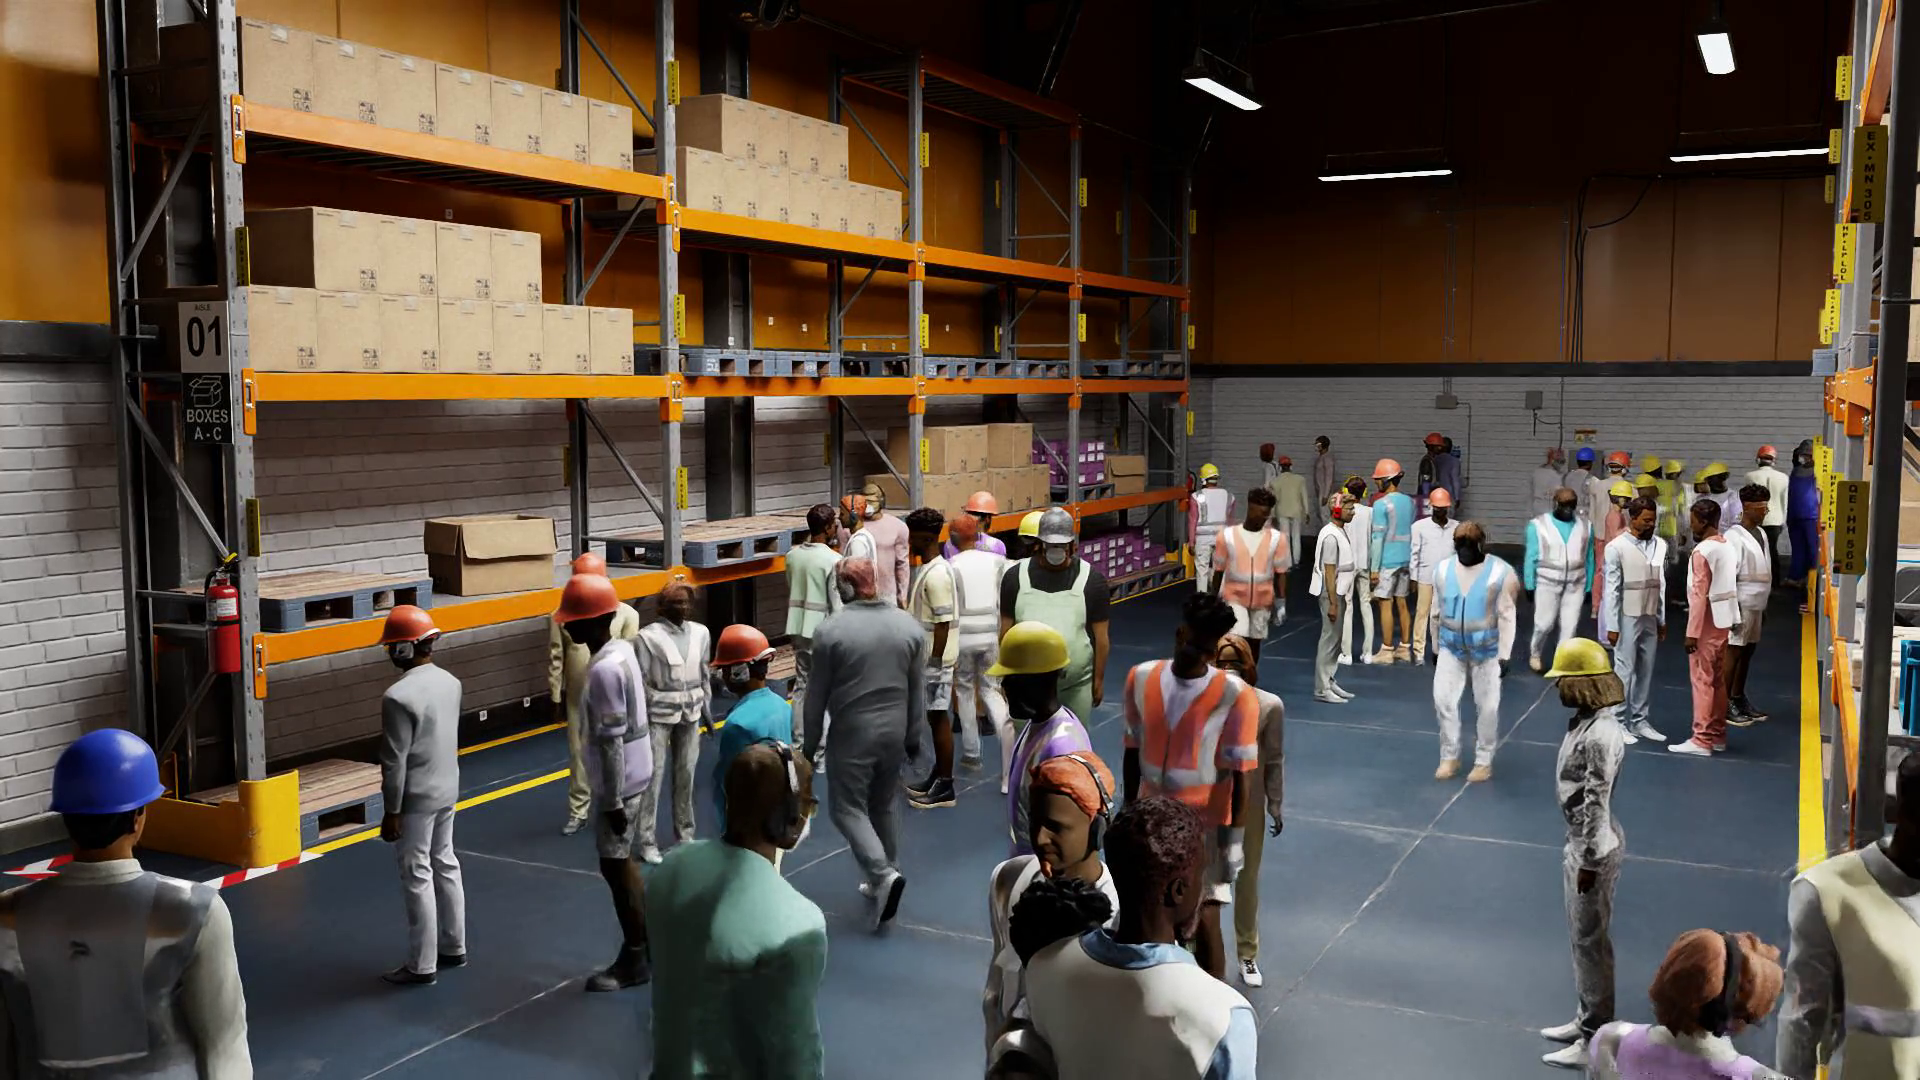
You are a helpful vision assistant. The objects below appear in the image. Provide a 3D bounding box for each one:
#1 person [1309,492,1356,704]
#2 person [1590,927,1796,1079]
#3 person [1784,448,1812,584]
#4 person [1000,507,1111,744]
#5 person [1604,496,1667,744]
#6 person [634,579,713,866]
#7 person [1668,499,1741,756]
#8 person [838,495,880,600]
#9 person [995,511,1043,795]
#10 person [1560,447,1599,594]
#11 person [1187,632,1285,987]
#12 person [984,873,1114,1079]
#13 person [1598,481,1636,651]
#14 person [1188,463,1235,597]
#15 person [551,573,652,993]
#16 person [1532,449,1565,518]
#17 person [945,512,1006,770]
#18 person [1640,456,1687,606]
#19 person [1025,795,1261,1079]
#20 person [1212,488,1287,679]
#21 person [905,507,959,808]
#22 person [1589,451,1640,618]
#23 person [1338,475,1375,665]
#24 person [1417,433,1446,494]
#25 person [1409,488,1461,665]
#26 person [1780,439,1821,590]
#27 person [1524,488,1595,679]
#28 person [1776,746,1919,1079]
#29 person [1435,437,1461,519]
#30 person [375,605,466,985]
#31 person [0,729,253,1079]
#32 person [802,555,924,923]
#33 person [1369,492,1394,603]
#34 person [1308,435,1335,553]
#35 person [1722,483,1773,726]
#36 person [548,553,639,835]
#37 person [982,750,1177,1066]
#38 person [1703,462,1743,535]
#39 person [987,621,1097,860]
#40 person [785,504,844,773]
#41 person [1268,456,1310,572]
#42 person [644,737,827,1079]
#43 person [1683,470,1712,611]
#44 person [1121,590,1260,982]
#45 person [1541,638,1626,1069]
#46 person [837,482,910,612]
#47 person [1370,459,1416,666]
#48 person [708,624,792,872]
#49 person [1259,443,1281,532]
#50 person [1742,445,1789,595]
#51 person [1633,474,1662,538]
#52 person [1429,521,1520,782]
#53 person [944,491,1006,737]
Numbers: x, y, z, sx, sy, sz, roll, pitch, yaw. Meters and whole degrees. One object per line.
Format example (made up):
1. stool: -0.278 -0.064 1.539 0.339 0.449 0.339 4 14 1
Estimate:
1. person: 3.232 0.498 14.431 0.389 1.837 0.560 2 6 19
2. person: 1.632 1.608 3.633 0.439 1.620 0.541 -4 7 -36
3. person: 11.715 -0.340 23.069 0.397 1.910 0.587 1 5 10
4. person: 0.561 0.797 10.096 0.679 2.000 0.535 1 5 10
5. person: 5.198 0.611 12.827 0.600 1.909 0.398 -3 6 -28
6. person: -1.668 1.038 9.651 0.522 1.637 0.313 -5 7 -42
7. person: 5.592 0.650 12.408 0.402 1.909 0.599 5 7 43
8. person: -0.821 0.568 13.466 0.351 1.878 0.568 0 5 -1
9. person: 0.485 0.769 11.066 0.390 1.920 0.587 -5 7 -43
10. person: 8.195 -0.252 21.963 0.408 1.943 0.612 -3 6 -28
11. person: 1.231 1.229 7.618 0.504 1.632 0.270 1 5 5
12. person: 0.189 1.564 3.663 0.321 1.699 0.537 1 6 16
13. person: 6.806 0.270 17.249 0.329 1.765 0.526 2 6 17
14. person: 2.982 0.000 19.848 0.596 1.823 0.403 -2 6 -19
15. person: -1.578 1.091 7.599 0.518 1.914 0.601 -1 5 -7
16. person: 8.085 -0.302 22.872 0.467 1.870 0.690 -1 5 -13
17. person: 0.123 0.734 11.722 0.613 1.865 0.605 -2 6 -24
18. person: 8.739 -0.112 20.784 0.636 1.875 0.421 1 6 15
19. person: 0.380 1.476 3.439 0.391 1.920 0.593 -5 7 -44
20. person: 2.438 0.503 14.066 0.646 1.902 1.010 0 5 2
21. person: -0.186 0.761 10.889 0.362 1.962 0.614 0 5 -3
22. person: 7.681 -0.048 19.504 0.617 1.986 0.408 5 7 43
23. person: 3.875 0.296 16.396 0.520 1.873 0.335 -1 5 -10
24. person: 7.203 -0.620 25.413 0.417 2.035 0.609 2 6 24
25. person: 4.687 0.366 16.326 0.574 1.745 0.358 0 5 -4
26. person: 11.387 -0.346 22.397 0.536 2.000 0.688 -2 6 -23
27. person: 5.548 0.415 15.433 0.630 1.819 0.555 1 5 6
28. person: 2.351 1.426 4.151 0.593 1.891 0.441 -1 5 -8
29. person: 7.712 -0.679 26.533 0.370 1.940 0.630 -4 7 -39
30. person: -2.519 1.169 7.703 0.351 1.744 0.557 1 5 10
31. person: -1.986 1.415 3.938 0.604 1.949 0.389 -1 5 -8
32. person: -0.446 1.022 8.578 0.678 1.879 0.658 -4 7 -36
33. person: 5.376 -0.045 21.046 0.323 1.688 0.537 -3 6 -27
34. person: 5.936 -0.743 27.222 0.373 1.940 0.629 0 5 -1
35. person: 6.390 0.516 13.516 0.615 1.963 0.361 -5 7 -43
36. person: -2.227 0.941 10.136 0.569 1.743 0.367 0 5 1
37. person: 0.286 1.440 4.096 0.576 1.877 0.350 5 7 44
38. person: 8.594 0.082 18.587 0.456 1.901 0.769 -1 5 -8
39. person: 0.293 1.242 5.968 0.397 1.920 0.586 0 5 -4
40. person: -1.029 0.698 11.853 0.589 1.912 0.392 5 7 44
41. person: 4.886 -0.396 24.745 0.599 1.705 0.728 0 5 5
42. person: -0.606 1.431 4.002 0.632 1.904 0.618 5 7 42
43. person: 8.948 0.027 20.023 0.312 1.735 0.481 -2 6 -18
44. person: 0.916 1.154 6.842 0.613 1.938 0.479 4 7 40
45. person: 2.532 1.260 6.782 0.323 1.730 0.491 1 5 13
46. person: -0.735 0.475 14.125 0.629 1.936 0.372 0 5 -1
47. person: 4.227 0.218 16.400 0.612 2.033 0.412 -4 7 -40
48. person: -0.904 1.227 7.092 0.352 1.738 0.573 1 5 13
49. person: 4.754 -0.542 25.419 0.391 1.880 0.666 2 6 18
50. person: 10.533 -0.254 21.807 0.630 1.978 0.445 0 5 2
51. person: 7.936 0.096 19.288 0.327 1.735 0.490 0 5 -3
52. person: 3.520 0.775 11.485 0.647 1.820 0.555 4 6 35
53. person: 0.147 0.582 13.070 0.547 1.925 0.391 3 6 32
